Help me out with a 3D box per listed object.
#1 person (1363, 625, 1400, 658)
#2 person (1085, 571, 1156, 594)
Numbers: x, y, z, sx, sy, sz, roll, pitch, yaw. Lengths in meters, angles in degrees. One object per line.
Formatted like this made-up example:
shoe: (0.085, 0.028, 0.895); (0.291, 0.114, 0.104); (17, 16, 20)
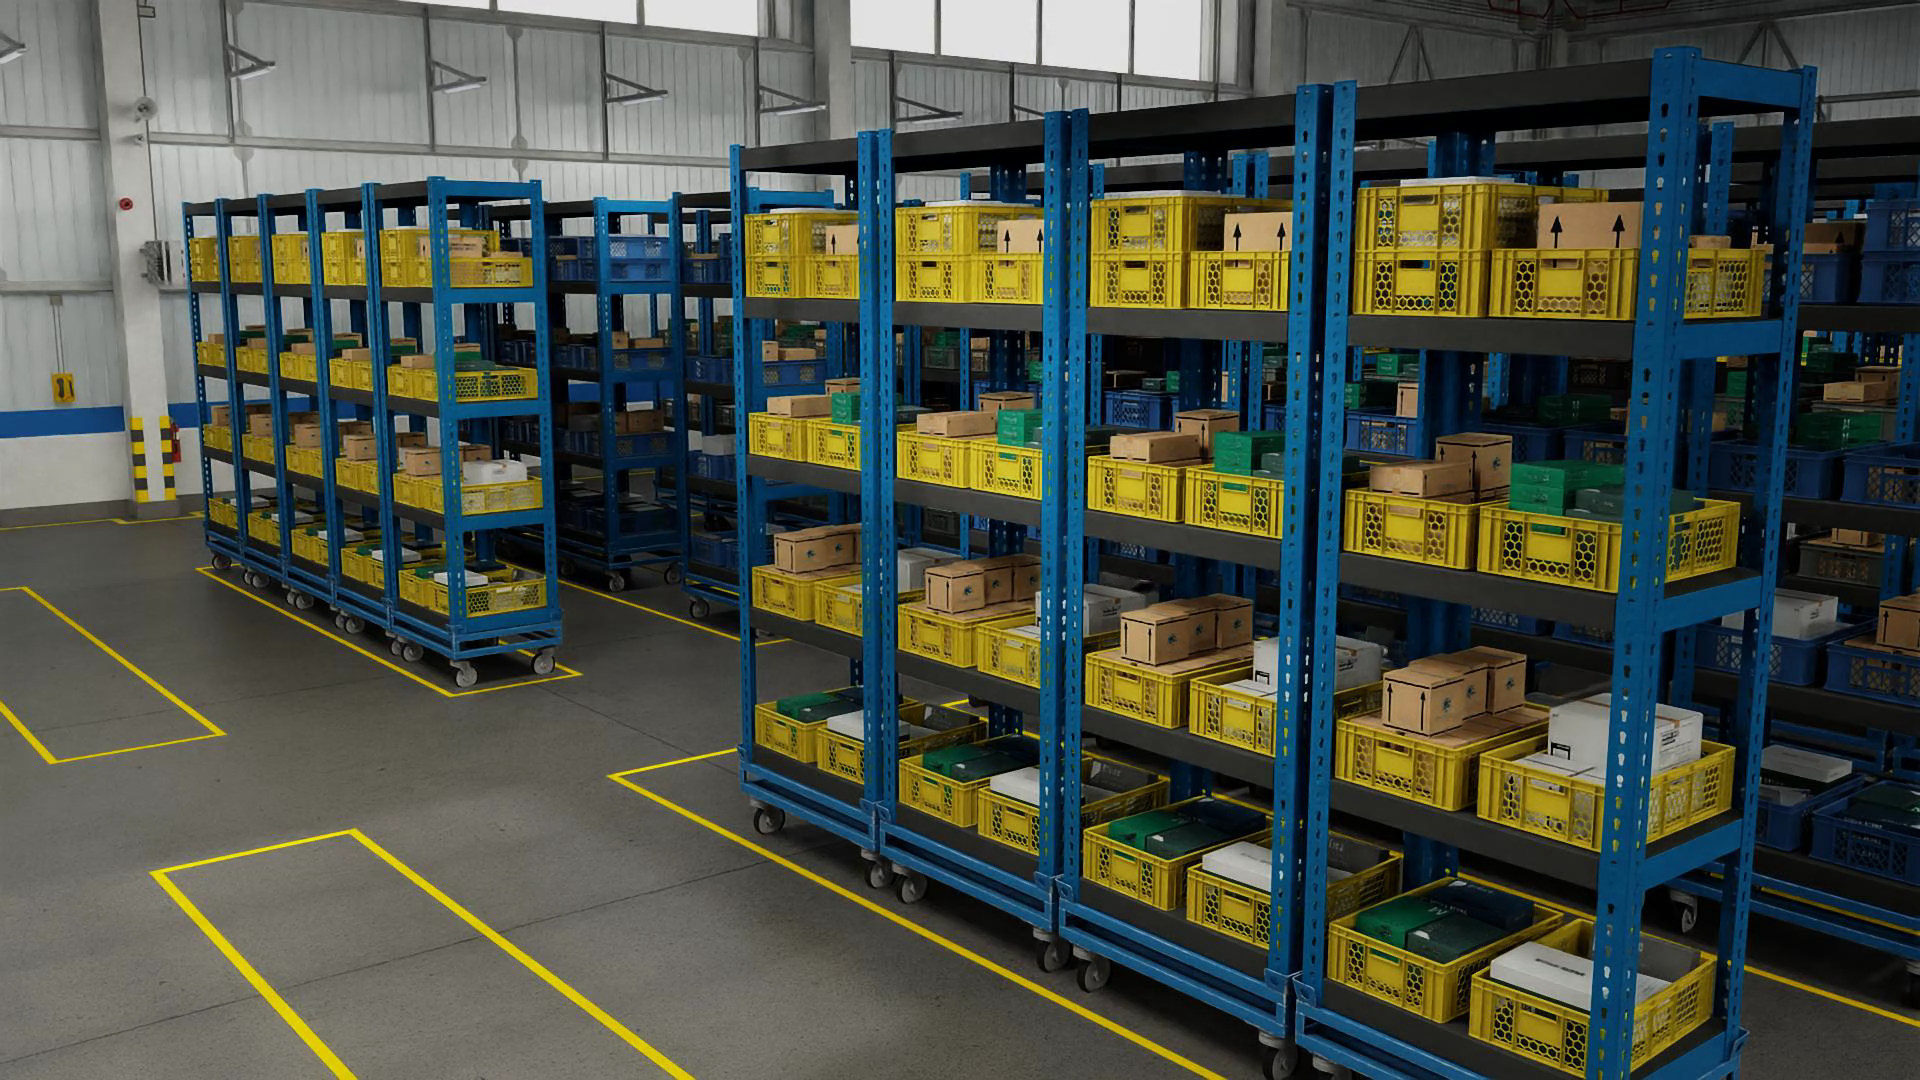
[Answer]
person: (2.850, 0.343, 10.462); (0.642, 1.891, 1.018); (-9, 13, -44)
person: (1.431, -0.360, 15.020); (0.922, 1.784, 0.618); (-8, 12, -38)
